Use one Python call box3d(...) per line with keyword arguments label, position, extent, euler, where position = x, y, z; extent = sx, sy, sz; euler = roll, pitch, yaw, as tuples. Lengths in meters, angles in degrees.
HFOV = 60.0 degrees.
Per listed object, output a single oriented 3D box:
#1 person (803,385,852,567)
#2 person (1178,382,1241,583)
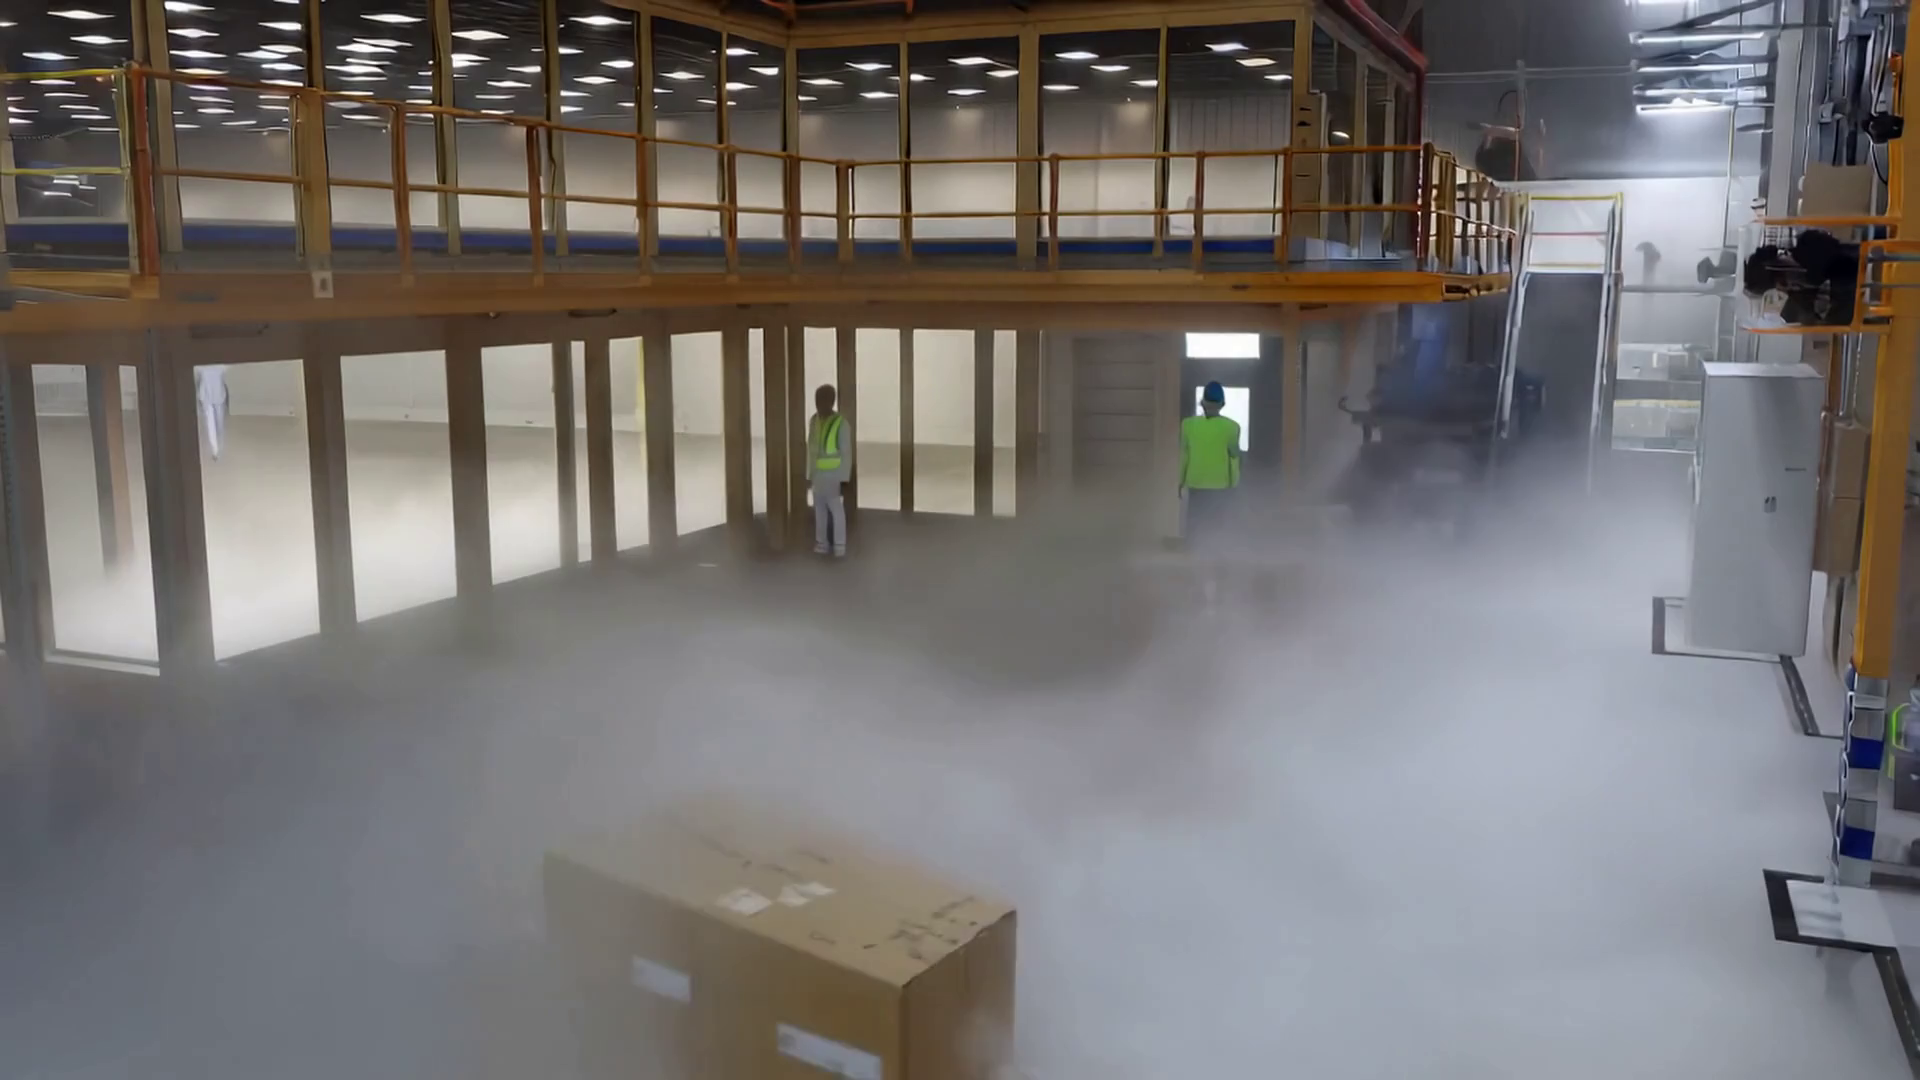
box3d(label="person", position=(-1.377, -0.662, 17.219), extent=(0.572, 1.883, 0.355), euler=(7, 12, 38))
box3d(label="person", position=(2.438, -0.558, 16.275), extent=(0.612, 1.986, 0.406), euler=(1, 9, 6))
